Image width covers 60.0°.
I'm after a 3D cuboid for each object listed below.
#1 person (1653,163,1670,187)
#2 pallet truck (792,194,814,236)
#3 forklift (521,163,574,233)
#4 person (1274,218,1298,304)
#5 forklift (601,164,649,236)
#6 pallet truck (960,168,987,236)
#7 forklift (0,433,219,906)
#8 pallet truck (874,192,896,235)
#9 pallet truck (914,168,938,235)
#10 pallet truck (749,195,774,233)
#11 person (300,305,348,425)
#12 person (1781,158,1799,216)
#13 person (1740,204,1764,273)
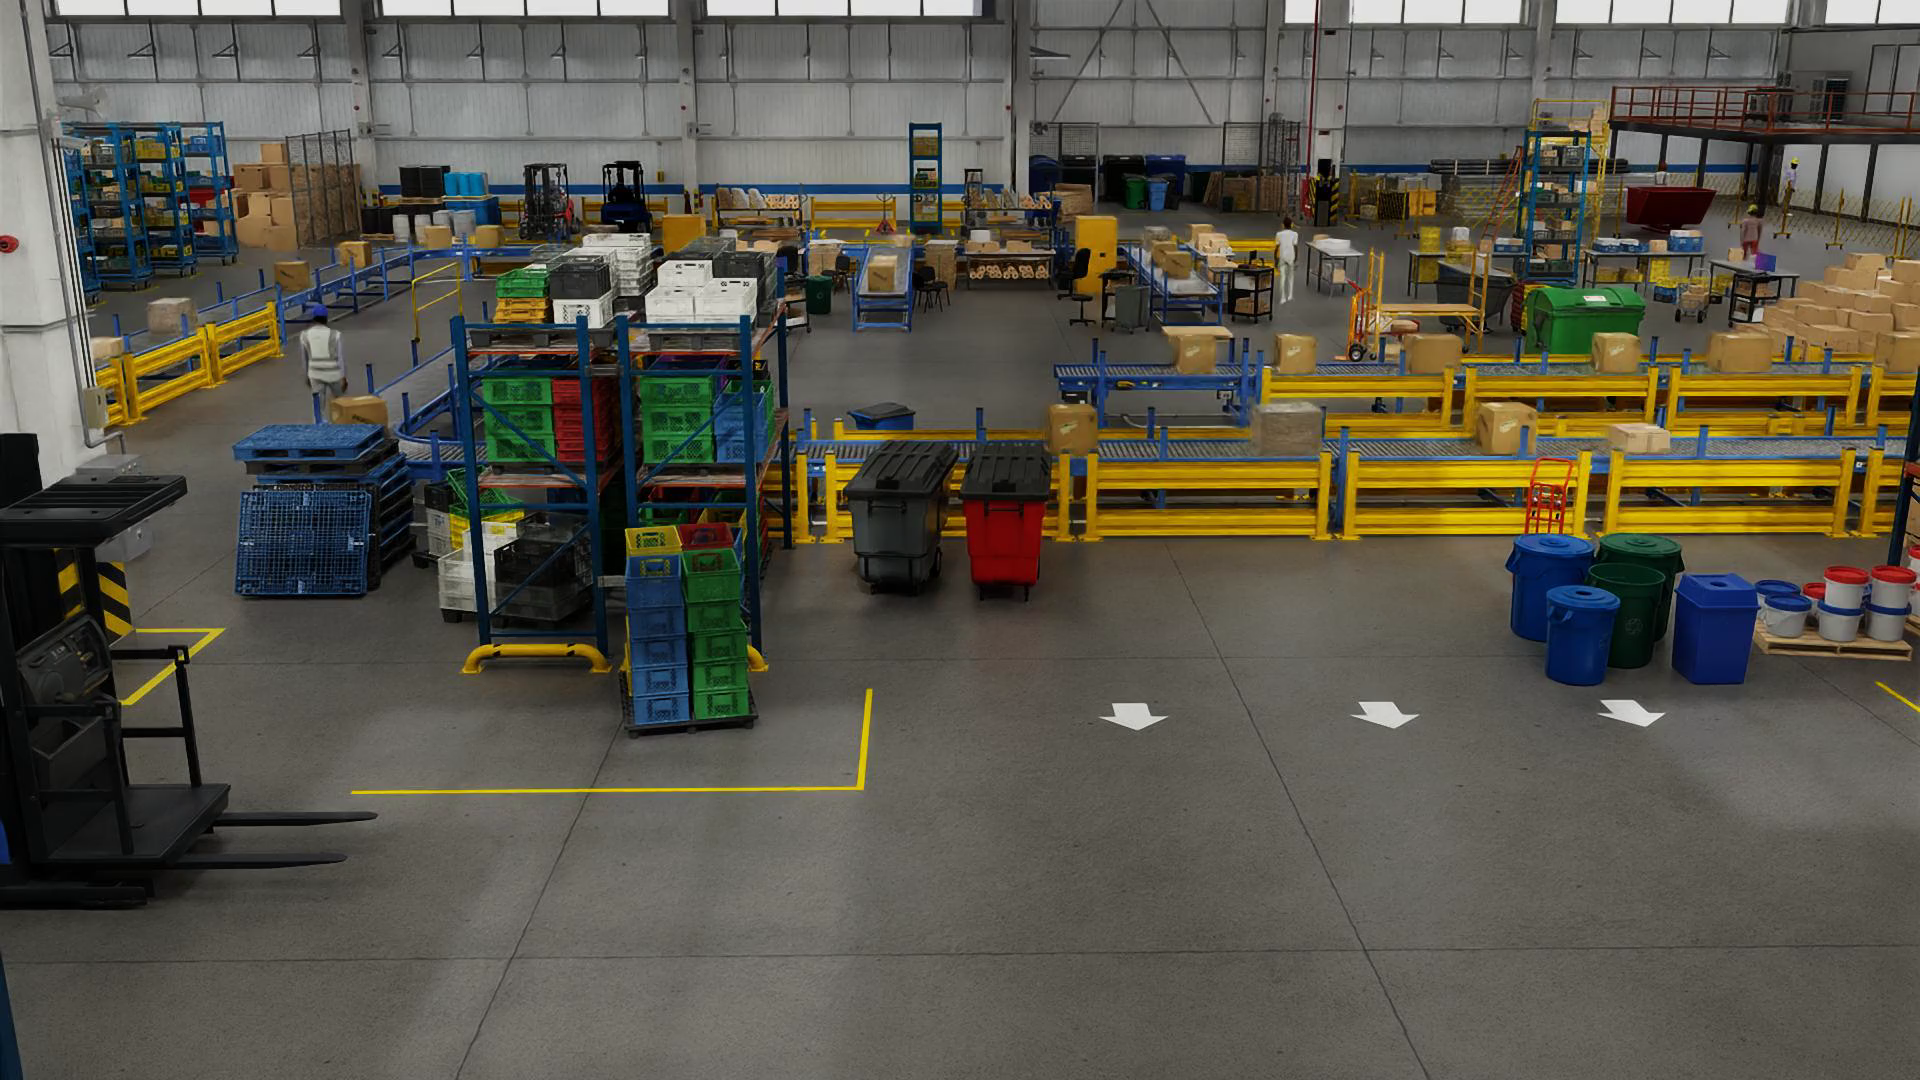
[{"bbox_3d":[22.930,-11.380,54.409,0.355,1.883,0.575,-12,20,-35],"label":"person"},{"bbox_3d":[-4.814,-9.883,50.259,0.704,1.261,1.522,-1,16,-3],"label":"pallet truck"},{"bbox_3d":[-12.233,-10.122,49.298,1.157,1.987,2.680,0,16,-1],"label":"forklift"},{"bbox_3d":[7.091,-6.064,36.087,0.547,1.794,0.929,5,17,18],"label":"person"},{"bbox_3d":[-9.948,-10.127,49.296,1.157,1.987,2.680,-1,16,-3],"label":"forklift"},{"bbox_3d":[0.383,-10.230,50.206,0.823,1.965,1.885,-1,16,-3],"label":"pallet truck"},{"bbox_3d":[-5.952,0.780,10.366,1.873,2.768,1.129,0,16,-1],"label":"forklift"},{"bbox_3d":[-2.277,-9.986,50.594,0.653,1.274,1.630,0,16,-1],"label":"pallet truck"},{"bbox_3d":[-0.989,-10.316,50.507,0.823,1.965,1.885,1,16,3],"label":"pallet truck"},{"bbox_3d":[-6.051,-9.967,50.660,0.680,1.201,1.601,0,16,-1],"label":"pallet truck"},{"bbox_3d":[-8.641,-2.262,22.715,0.632,1.880,0.999,-1,16,-3],"label":"person"},{"bbox_3d":[28.100,-11.943,56.285,0.585,1.928,0.366,-14,21,-40],"label":"person"},{"bbox_3d":[19.194,-7.260,40.347,0.526,1.737,0.775,4,16,12],"label":"person"}]
